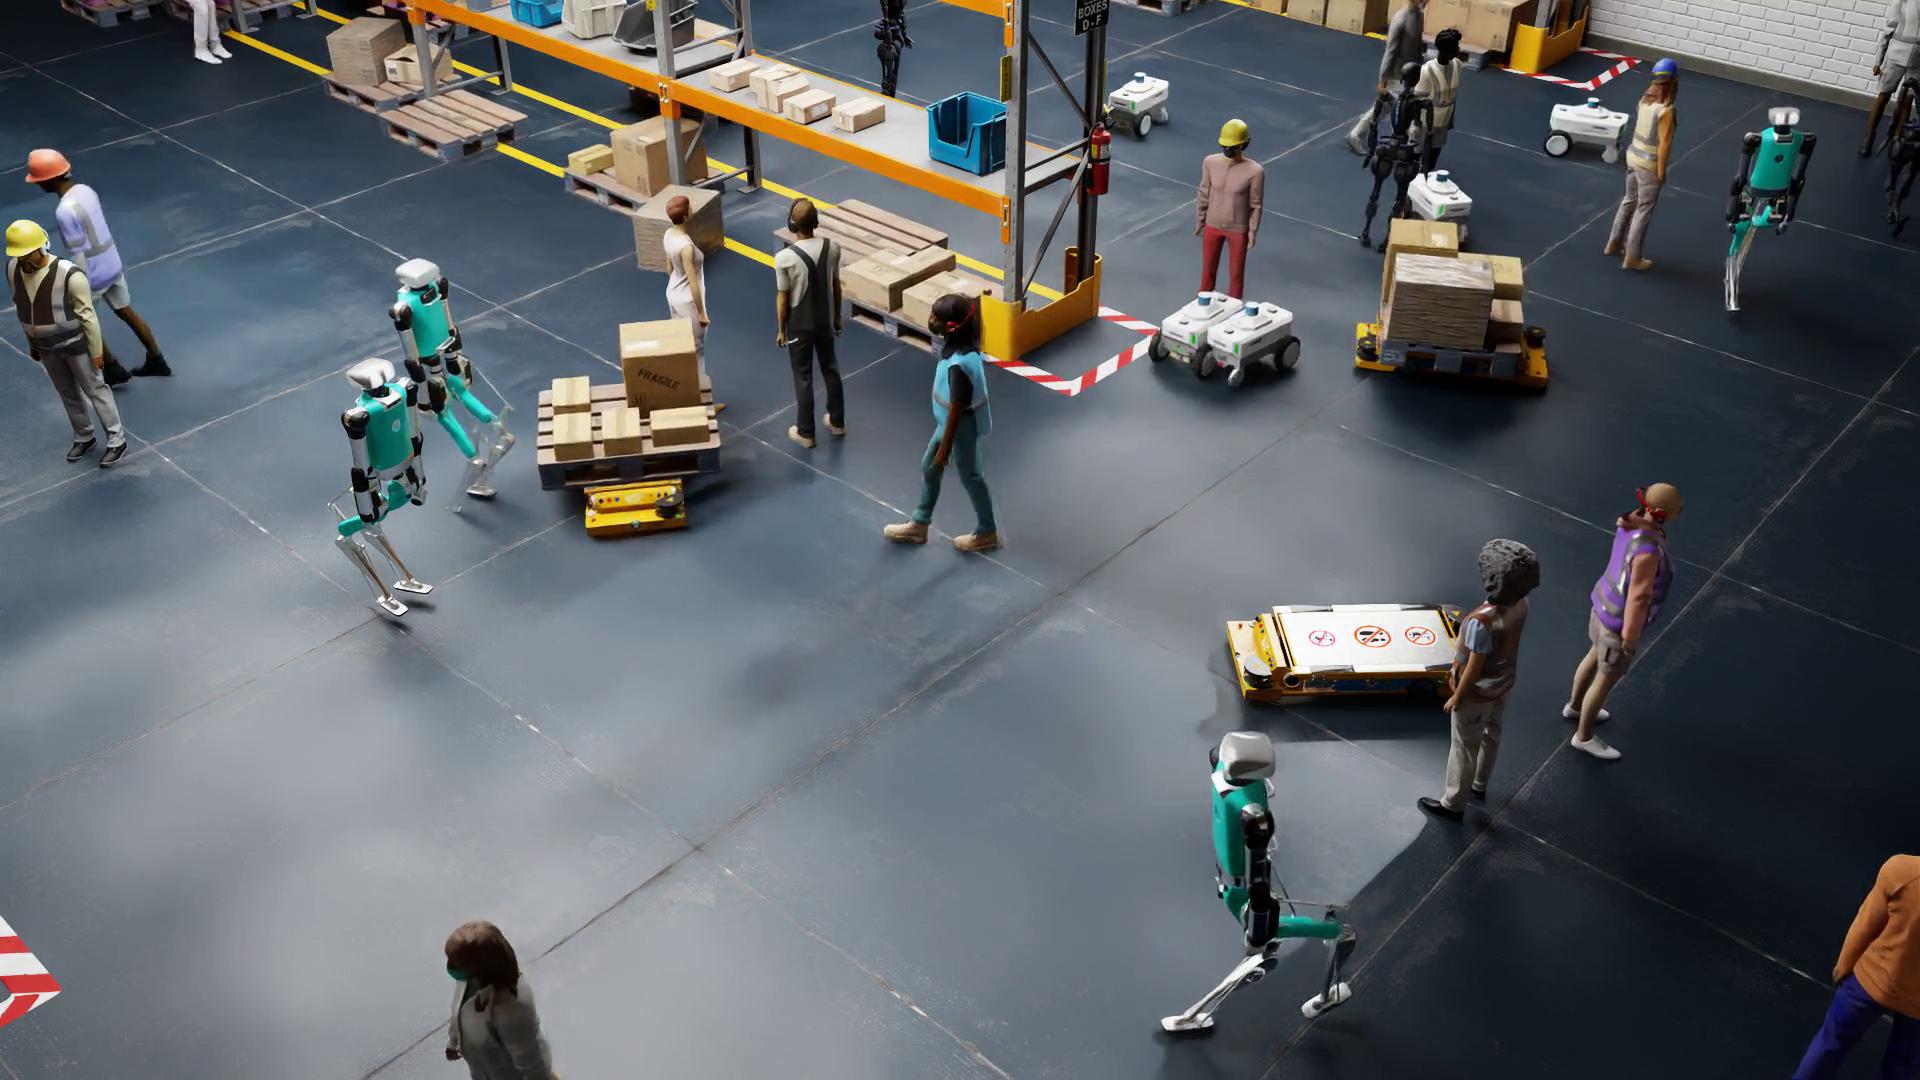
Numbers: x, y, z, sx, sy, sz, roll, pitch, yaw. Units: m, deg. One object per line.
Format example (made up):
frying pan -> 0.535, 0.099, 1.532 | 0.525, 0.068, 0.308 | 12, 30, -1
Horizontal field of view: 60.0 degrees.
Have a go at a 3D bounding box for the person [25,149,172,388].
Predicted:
person -> -6.389, -1.966, 12.223 | 0.664, 1.901, 0.588 | -3, 35, -5

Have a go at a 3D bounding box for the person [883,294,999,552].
person -> -0.135, -0.693, 10.434 | 0.869, 1.832, 0.570 | -2, 35, -3

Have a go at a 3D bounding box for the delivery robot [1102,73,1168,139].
delivery robot -> 1.825, -4.487, 17.040 | 0.511, 0.573, 0.735 | 23, 41, 30

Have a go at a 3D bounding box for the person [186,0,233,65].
person -> -8.491, -6.271, 18.466 | 0.512, 1.888, 0.652 | 10, 36, 14

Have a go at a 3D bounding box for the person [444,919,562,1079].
person -> -1.839, 2.099, 6.578 | 0.880, 1.609, 0.491 | -19, 39, -25

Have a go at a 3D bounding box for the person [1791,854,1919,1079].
person -> 3.832, 1.787, 6.727 | 0.517, 1.971, 0.404 | 21, 40, 27

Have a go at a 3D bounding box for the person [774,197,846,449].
person -> -1.045, -1.512, 11.625 | 0.501, 1.836, 0.338 | -23, 41, -29

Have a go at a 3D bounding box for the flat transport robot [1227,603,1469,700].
flat transport robot -> 2.348, 0.664, 9.848 | 1.431, 0.231, 0.659 | -1, 35, -1

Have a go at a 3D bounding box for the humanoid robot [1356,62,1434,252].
humanoid robot -> 3.771, -3.304, 14.353 | 0.601, 1.650, 0.315 | 21, 40, 27

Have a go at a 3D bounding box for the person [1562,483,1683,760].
person -> 3.575, 0.413, 8.964 | 0.349, 1.689, 0.488 | 5, 35, 8

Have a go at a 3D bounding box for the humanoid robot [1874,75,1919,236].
humanoid robot -> 8.491, -3.512, 14.673 | 0.610, 1.628, 0.642 | 1, 35, 1

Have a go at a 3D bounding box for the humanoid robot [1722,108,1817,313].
humanoid robot -> 6.398, -2.681, 13.390 | 0.560, 1.742, 0.997 | 4, 35, 6

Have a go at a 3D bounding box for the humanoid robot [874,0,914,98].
humanoid robot -> -0.680, -5.106, 16.956 | 0.315, 1.657, 0.599 | 11, 36, 15

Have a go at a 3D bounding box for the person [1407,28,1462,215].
person -> 4.279, -3.798, 15.059 | 0.533, 1.692, 0.320 | -20, 40, -27

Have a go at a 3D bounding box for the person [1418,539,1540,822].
person -> 2.666, 0.726, 8.505 | 0.438, 1.690, 0.311 | -28, 43, -34

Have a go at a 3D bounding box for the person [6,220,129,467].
person -> -6.151, -1.353, 11.405 | 0.589, 1.825, 0.403 | 8, 35, 11

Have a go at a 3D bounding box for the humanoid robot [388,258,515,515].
humanoid robot -> -3.235, -0.963, 10.923 | 0.680, 1.807, 0.536 | 10, 36, 14

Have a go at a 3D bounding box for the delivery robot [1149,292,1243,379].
delivery robot -> 1.864, -1.631, 12.923 | 0.499, 0.597, 0.779 | 27, 43, 33

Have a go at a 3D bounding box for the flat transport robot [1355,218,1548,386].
flat transport robot -> 3.825, -1.494, 12.975 | 1.431, 0.231, 0.659 | 7, 35, 10

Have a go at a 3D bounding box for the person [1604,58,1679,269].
person -> 5.831, -3.185, 14.130 | 0.318, 1.746, 0.517 | -6, 35, -9

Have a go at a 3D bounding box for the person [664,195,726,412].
person -> -1.957, -1.707, 12.054 | 0.280, 1.662, 0.458 | -19, 39, -25

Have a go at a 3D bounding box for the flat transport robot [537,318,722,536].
flat transport robot -> -2.272, -0.517, 11.559 | 0.659, 0.231, 1.431 | -6, 35, -9

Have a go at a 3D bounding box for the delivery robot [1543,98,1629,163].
delivery robot -> 6.186, -4.065, 16.464 | 0.815, 0.612, 0.499 | 14, 37, 20

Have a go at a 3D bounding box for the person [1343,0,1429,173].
person -> 4.186, -4.491, 15.931 | 1.000, 1.847, 0.551 | 25, 42, 32

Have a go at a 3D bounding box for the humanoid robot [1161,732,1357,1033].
humanoid robot -> 1.463, 1.545, 7.333 | 1.054, 1.769, 0.540 | -6, 35, -9

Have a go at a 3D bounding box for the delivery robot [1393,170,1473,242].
delivery robot -> 4.283, -3.030, 14.956 | 0.499, 0.603, 0.794 | -8, 35, -11

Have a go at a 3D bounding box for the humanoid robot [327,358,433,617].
humanoid robot -> -3.529, -0.352, 9.910 | 0.735, 1.677, 0.533 | 16, 38, 22

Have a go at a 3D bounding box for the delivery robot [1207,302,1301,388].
delivery robot -> 2.225, -1.553, 12.791 | 0.759, 0.575, 0.499 | -27, 43, -33

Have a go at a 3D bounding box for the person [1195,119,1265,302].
person -> 2.092, -2.448, 13.038 | 0.525, 1.768, 0.329 | 18, 38, 24

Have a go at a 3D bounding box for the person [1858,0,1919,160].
person -> 9.148, -4.635, 16.074 | 0.547, 1.924, 0.385 | 14, 37, 19
